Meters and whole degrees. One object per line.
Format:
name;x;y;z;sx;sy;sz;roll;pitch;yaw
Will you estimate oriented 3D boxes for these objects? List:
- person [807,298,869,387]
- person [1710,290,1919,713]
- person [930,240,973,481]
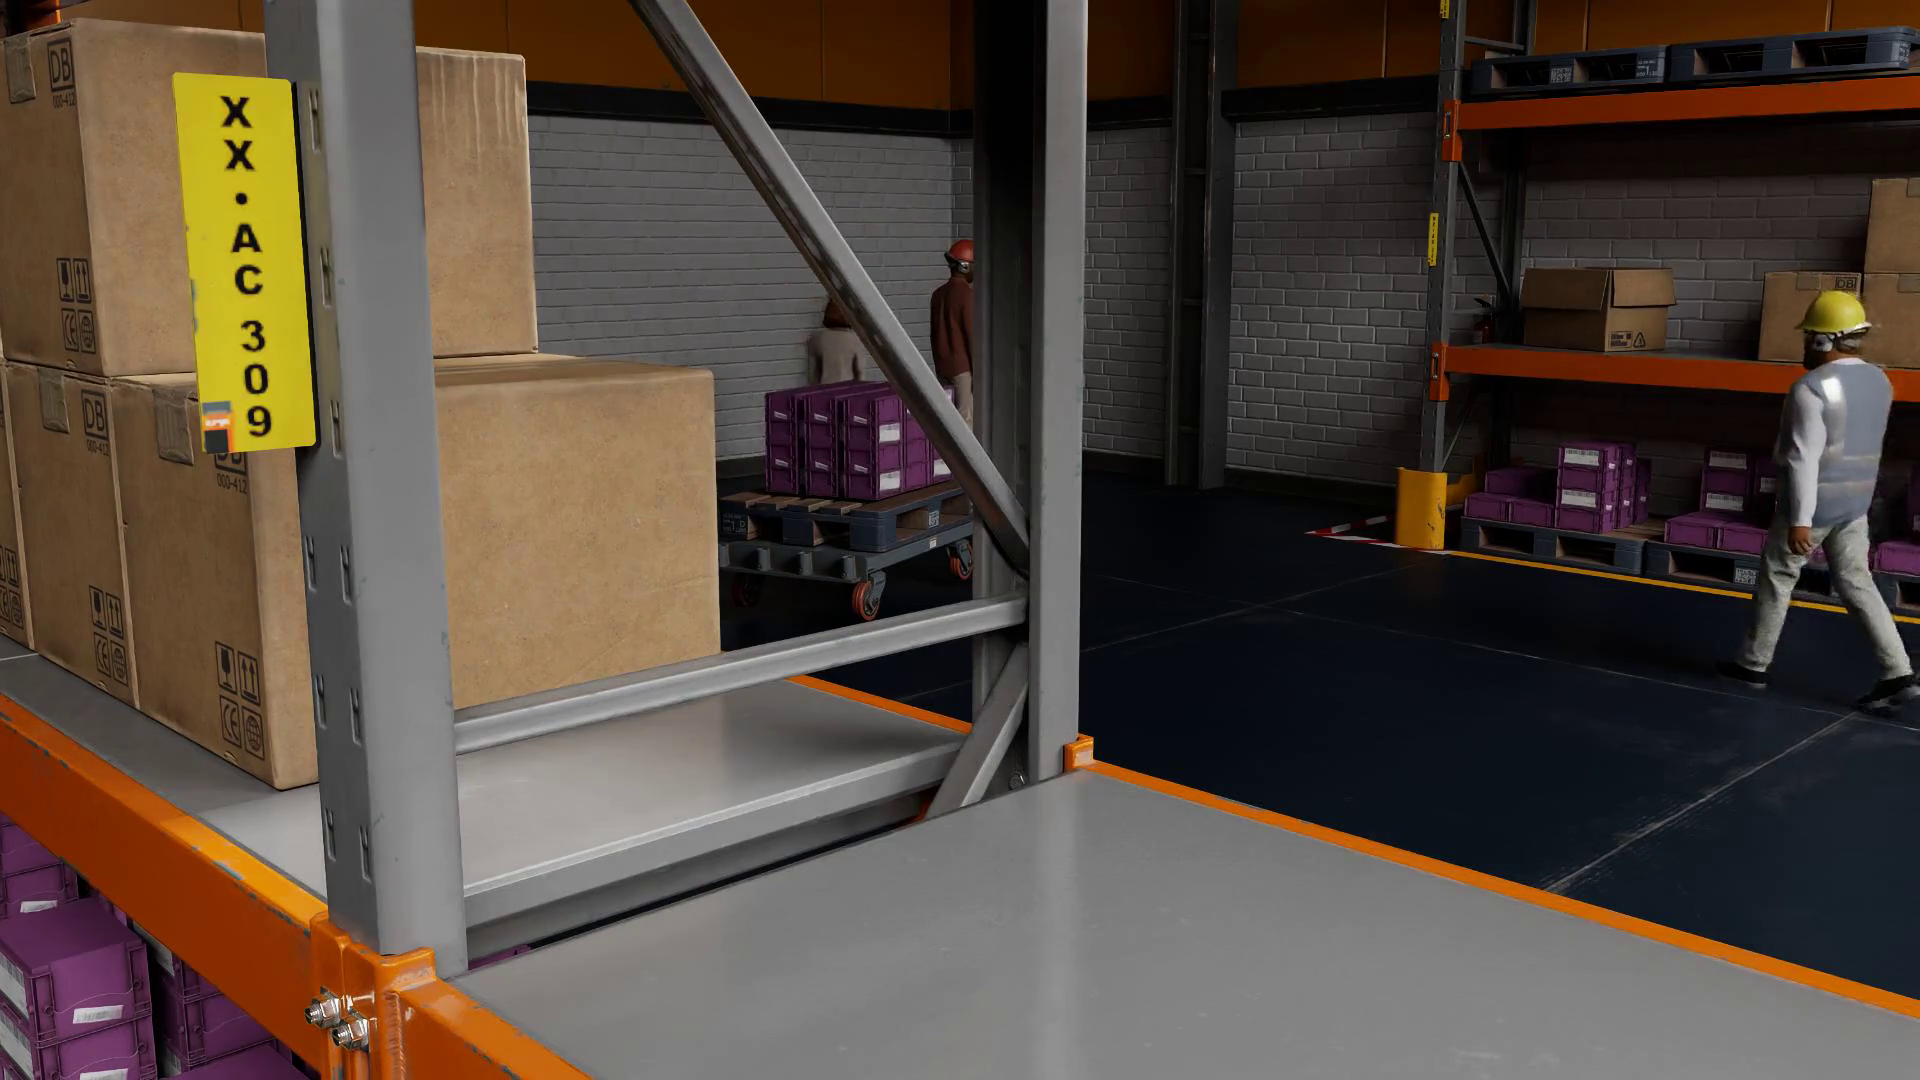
person;-0.870;-0.987;12.151;0.520;1.591;0.778;4;11;21
person;3.755;-0.166;7.138;0.601;1.798;0.909;-5;12;-26
person;0.011;-1.295;12.760;0.393;1.985;0.611;-7;12;-32
